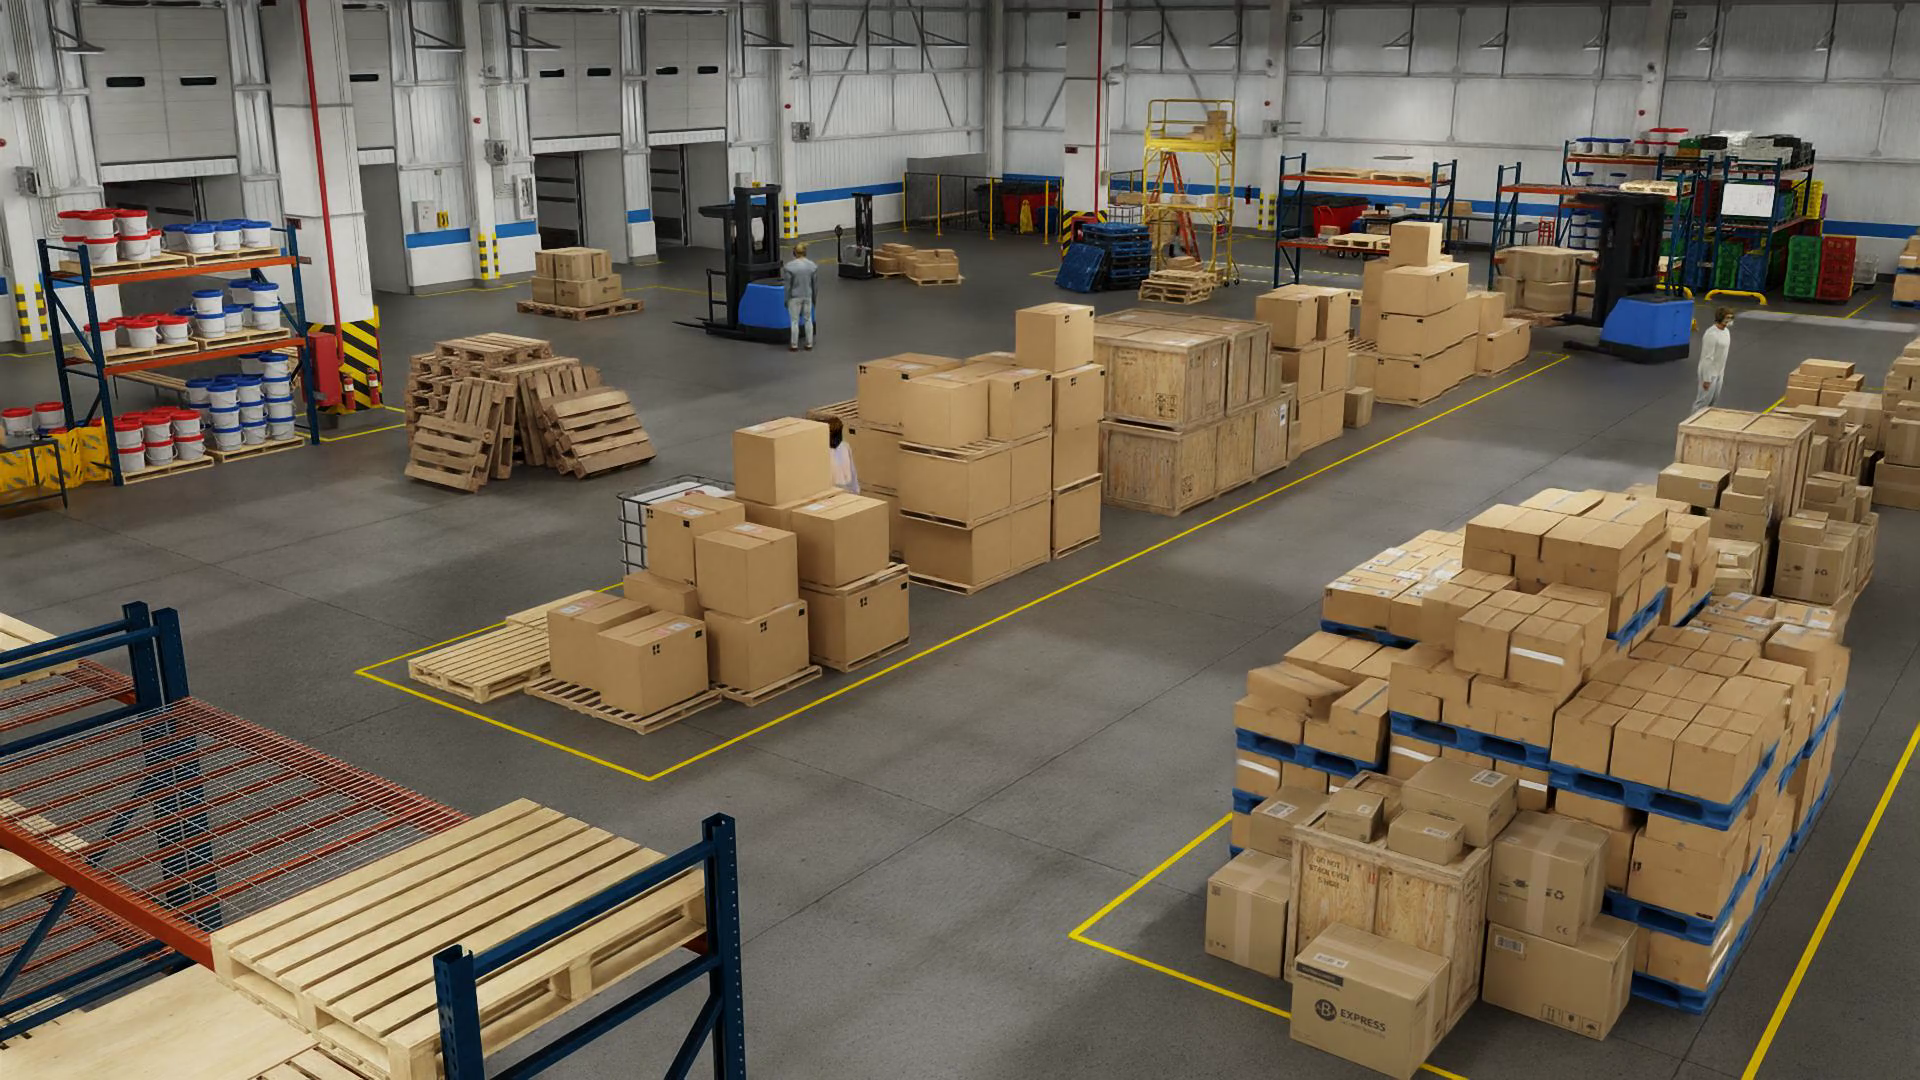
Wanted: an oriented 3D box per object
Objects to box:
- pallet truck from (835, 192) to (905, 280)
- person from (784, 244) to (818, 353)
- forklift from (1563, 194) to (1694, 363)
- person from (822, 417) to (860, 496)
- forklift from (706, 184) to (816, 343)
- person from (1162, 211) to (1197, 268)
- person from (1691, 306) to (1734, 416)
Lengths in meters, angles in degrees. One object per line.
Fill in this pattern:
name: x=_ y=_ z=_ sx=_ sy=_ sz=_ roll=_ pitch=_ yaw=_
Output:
pallet truck: x=-1.936 y=-7.159 z=38.982 sx=1.885 sy=1.965 sz=0.823 roll=-12 pitch=21 yaw=-34
person: x=-2.830 y=-4.308 z=29.671 sx=0.635 sy=1.927 sz=0.372 roll=-8 pitch=19 yaw=-25
forklift: x=11.812 y=-4.620 z=29.073 sx=1.129 sy=2.768 sz=1.873 roll=-8 pitch=19 yaw=-26
person: x=-1.206 y=-0.345 z=16.756 sx=0.927 sy=1.794 sz=0.654 roll=12 pitch=20 yaw=34
forklift: x=-3.717 y=-5.181 z=30.929 sx=1.873 sy=2.768 sz=1.129 roll=12 pitch=21 yaw=35
person: x=5.387 y=-7.443 z=40.483 sx=0.779 sy=1.665 sz=0.538 roll=-2 pitch=17 yaw=-7
person: x=10.363 y=-2.265 z=22.904 sx=0.378 sy=1.930 sz=0.625 roll=15 pitch=22 yaw=40
